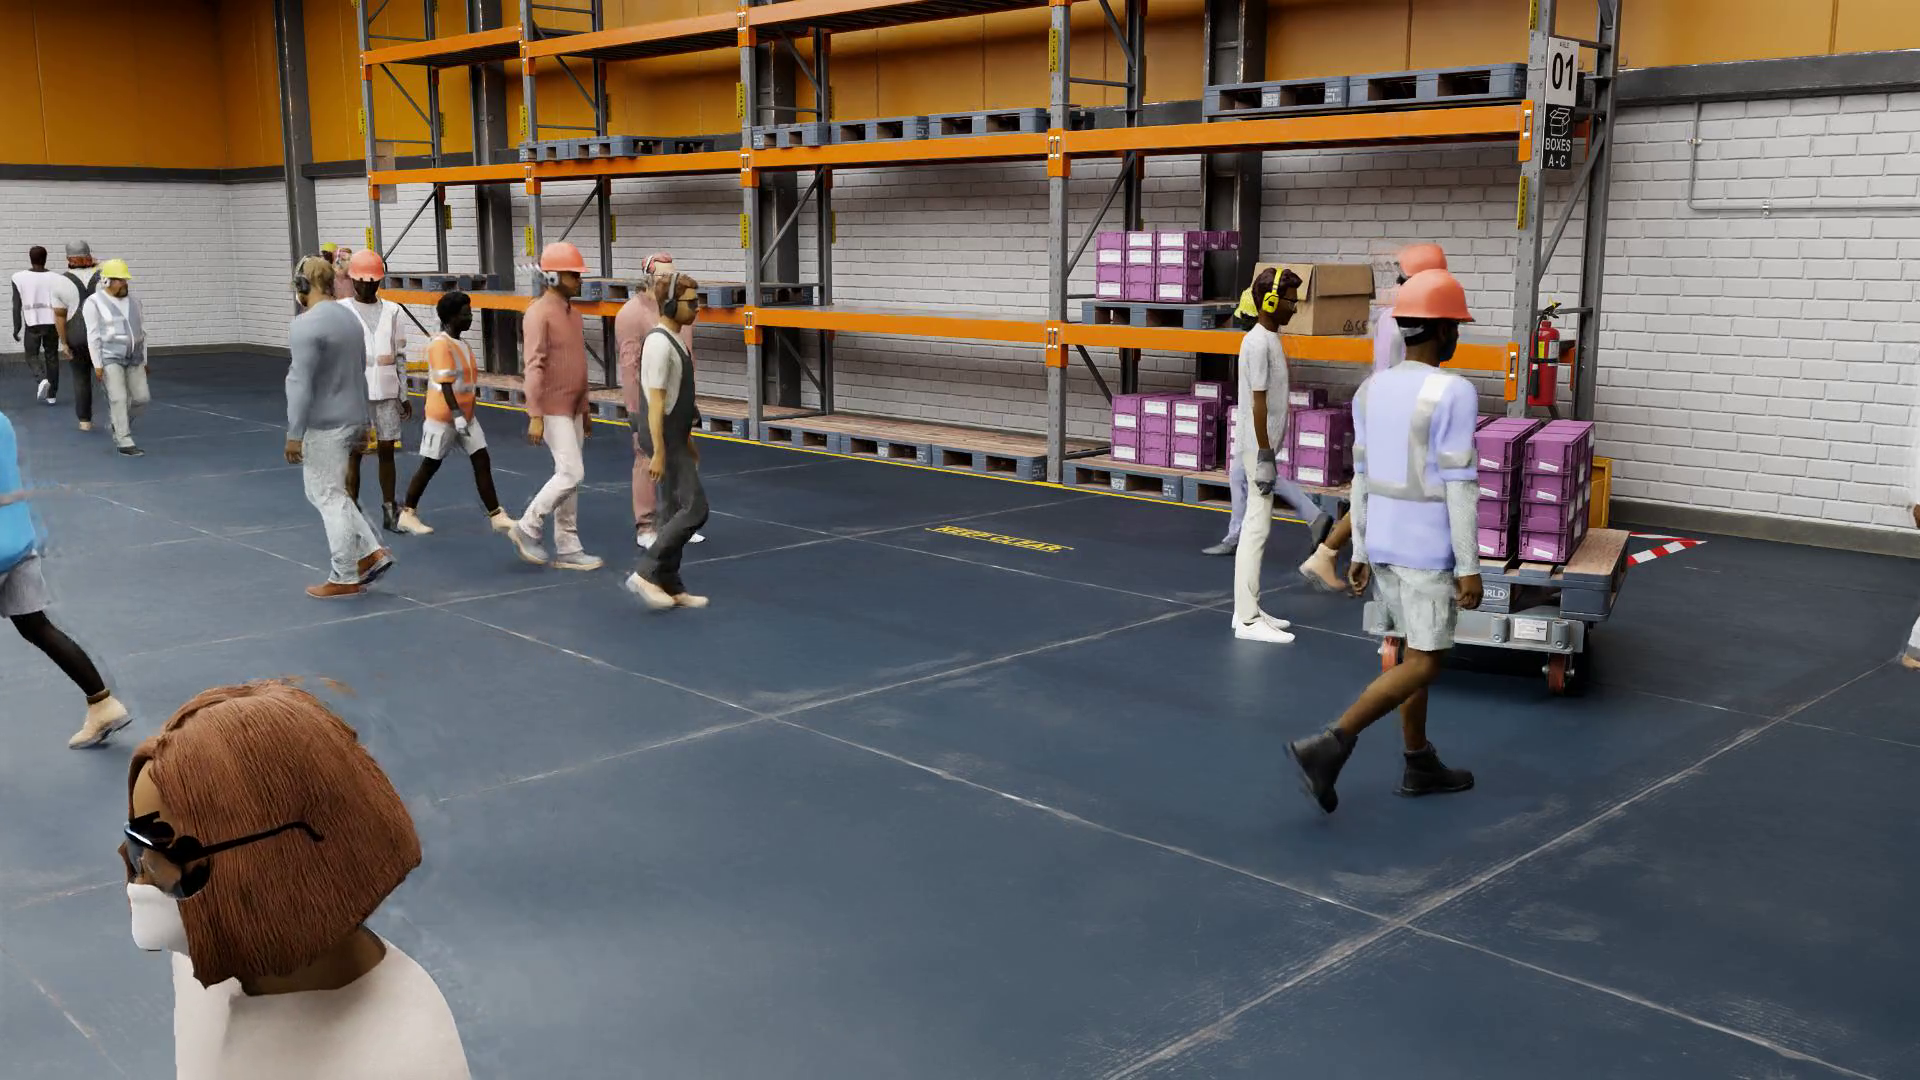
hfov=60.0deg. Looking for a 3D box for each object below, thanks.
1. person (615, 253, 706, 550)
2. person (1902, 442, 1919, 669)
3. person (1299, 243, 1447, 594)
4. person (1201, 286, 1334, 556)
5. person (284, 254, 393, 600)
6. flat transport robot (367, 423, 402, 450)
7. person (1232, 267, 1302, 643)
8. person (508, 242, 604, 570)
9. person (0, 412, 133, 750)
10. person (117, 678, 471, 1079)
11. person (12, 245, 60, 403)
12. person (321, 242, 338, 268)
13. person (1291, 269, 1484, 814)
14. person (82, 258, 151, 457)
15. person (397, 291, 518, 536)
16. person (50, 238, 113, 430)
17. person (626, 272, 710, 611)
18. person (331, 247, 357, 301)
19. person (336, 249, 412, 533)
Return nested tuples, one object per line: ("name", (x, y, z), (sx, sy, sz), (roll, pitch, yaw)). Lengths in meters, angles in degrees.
("person", (-1.917, -0.893, 10.781), (0.409, 1.907, 0.649), (6, 12, 30))
("person", (4.528, -0.215, 7.273), (0.593, 1.831, 0.982), (-2, 11, -10))
("person", (2.424, -0.662, 9.341), (1.031, 1.994, 0.597), (0, 10, 1))
("person", (1.934, -0.722, 10.343), (0.756, 1.717, 0.555), (2, 11, 10))
("person", (-3.514, -0.616, 9.236), (0.423, 1.917, 0.639), (0, 10, 0))
("flat transport robot", (-5.895, -1.020, 15.936), (0.652, 0.197, 1.431), (-7, 13, -34))
("person", (1.541, -0.426, 8.355), (0.329, 1.865, 0.509), (2, 11, 8))
("person", (-2.408, -0.786, 9.982), (0.474, 1.980, 0.640), (2, 11, 10))
("person", (-3.704, 0.033, 6.415), (0.861, 1.655, 0.542), (-2, 11, -9))
("person", (-0.696, 0.937, 1.594), (0.529, 1.600, 0.740), (9, 14, 40))
("person", (-11.027, -2.578, 19.982), (0.617, 1.901, 0.564), (-8, 13, -36))
("person", (-9.293, -3.429, 24.584), (0.589, 1.915, 0.399), (5, 11, 24))
("person", (1.516, 0.021, 5.788), (0.782, 1.915, 0.553), (-4, 11, -21))
("person", (-7.734, -1.668, 15.272), (0.497, 1.818, 0.593), (5, 12, 27))
("person", (-3.422, -0.841, 11.174), (0.860, 1.657, 0.537), (2, 11, 9))
("person", (-8.927, -2.117, 17.089), (0.676, 2.000, 0.919), (-6, 12, -31))
("person", (-1.518, -0.505, 8.892), (0.393, 1.829, 0.513), (-1, 10, -5))
("person", (-6.754, -2.267, 18.333), (0.436, 1.892, 0.653), (0, 10, 1))
("person", (-3.964, -0.983, 11.209), (0.542, 1.929, 0.374), (-8, 13, -37))
